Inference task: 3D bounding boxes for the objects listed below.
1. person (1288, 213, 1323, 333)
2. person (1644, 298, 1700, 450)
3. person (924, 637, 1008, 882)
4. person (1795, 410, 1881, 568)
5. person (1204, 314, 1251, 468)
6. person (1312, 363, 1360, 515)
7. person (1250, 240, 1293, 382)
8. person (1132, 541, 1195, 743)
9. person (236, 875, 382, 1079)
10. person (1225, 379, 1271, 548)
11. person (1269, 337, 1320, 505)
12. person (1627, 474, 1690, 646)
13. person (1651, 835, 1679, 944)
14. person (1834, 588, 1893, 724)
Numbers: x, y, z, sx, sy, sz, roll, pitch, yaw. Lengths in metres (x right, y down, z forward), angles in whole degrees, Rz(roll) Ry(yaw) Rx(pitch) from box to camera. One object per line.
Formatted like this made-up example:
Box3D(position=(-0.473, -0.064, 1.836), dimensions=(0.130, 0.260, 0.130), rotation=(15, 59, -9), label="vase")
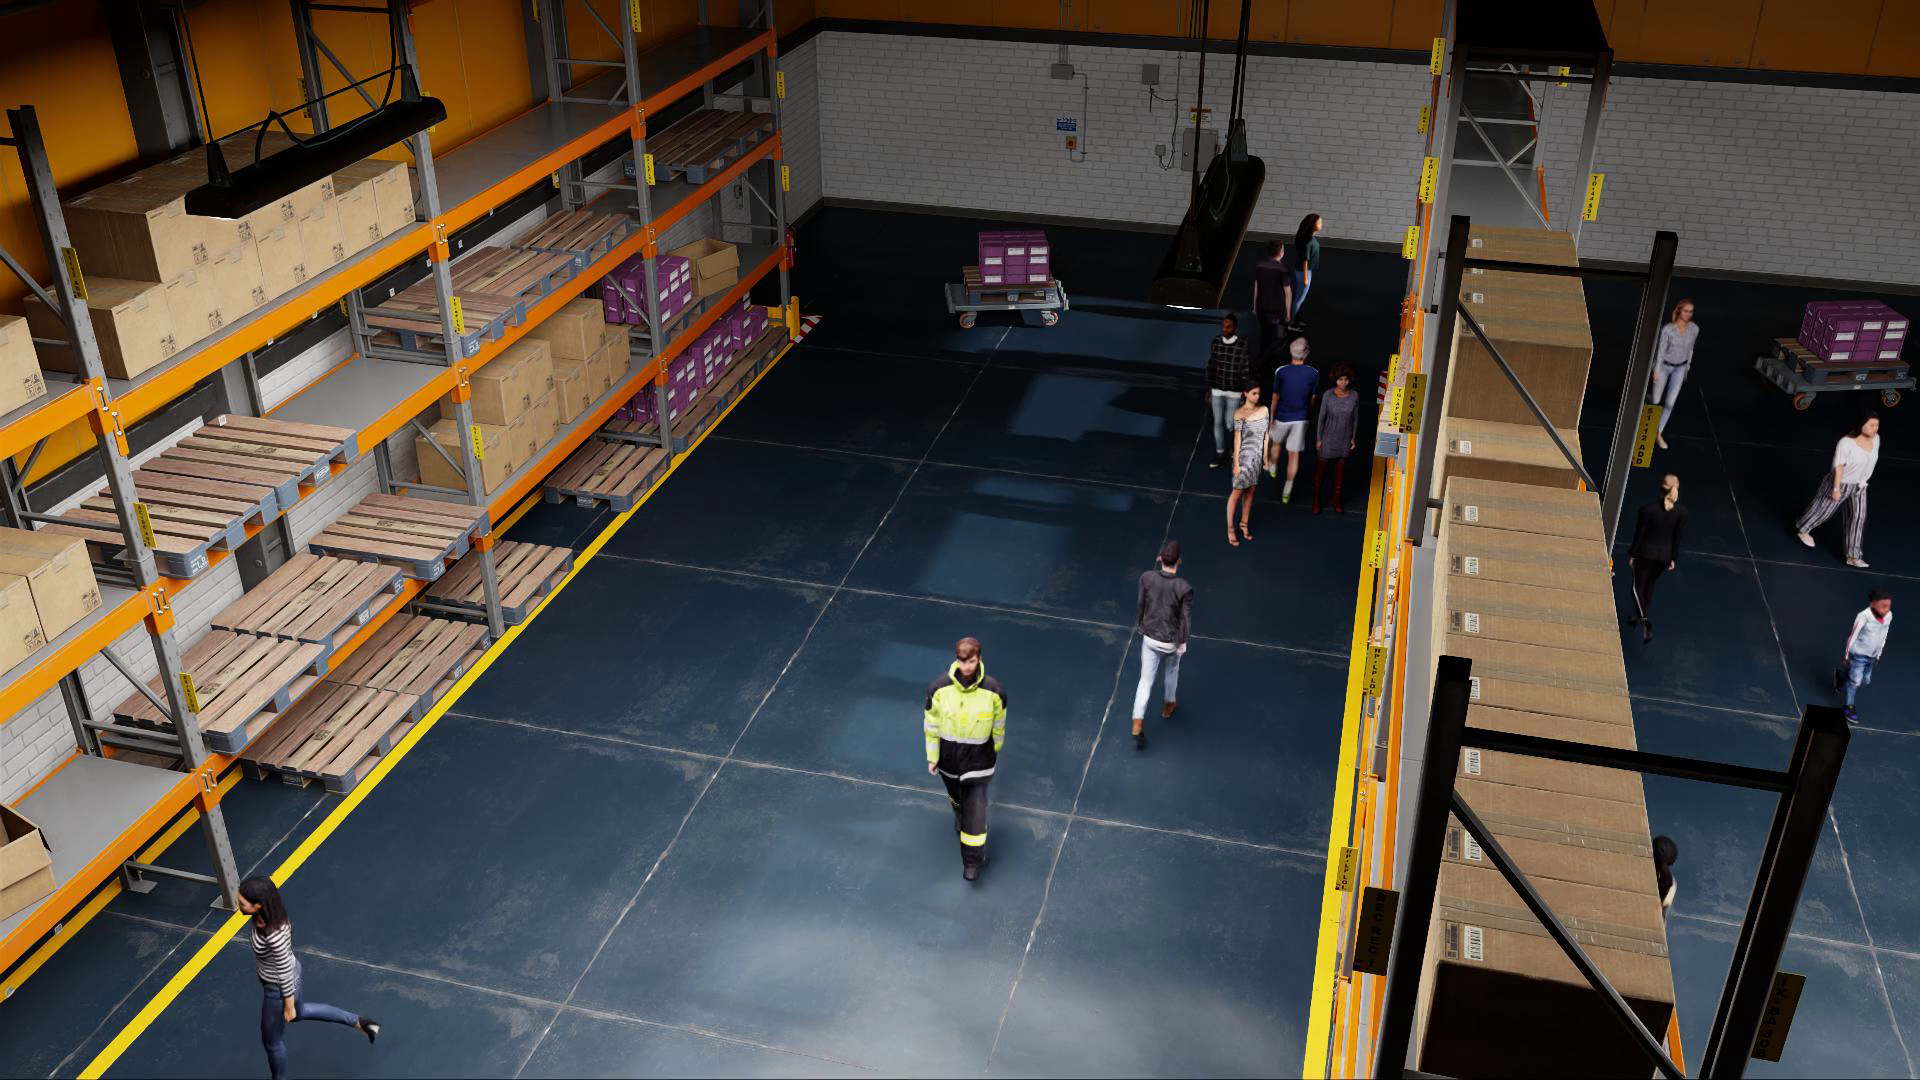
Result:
Box3D(position=(4.665, -3.642, 22.561), dimensions=(0.641, 1.613, 0.513), rotation=(8, 30, 15), label="person")
Box3D(position=(8.235, -1.992, 19.367), dimensions=(0.752, 1.775, 1.025), rotation=(1, 29, 1), label="person")
Box3D(position=(0.038, 1.542, 12.723), dimensions=(0.927, 1.933, 1.300), rotation=(2, 29, 4), label="person")
Box3D(position=(8.957, -0.587, 16.942), dimensions=(1.062, 1.630, 1.254), rotation=(-8, 30, -14), label="person")
Box3D(position=(3.069, -1.722, 18.833), dimensions=(0.829, 1.813, 0.888), rotation=(18, 33, 29), label="person")
Box3D(position=(4.015, -1.088, 17.777), dimensions=(0.635, 1.711, 0.604), rotation=(-1, 29, -1), label="person")
Box3D(position=(3.870, -2.849, 20.875), dimensions=(1.104, 1.836, 1.010), rotation=(-21, 35, -33), label="person")
Box3D(position=(1.678, 0.877, 14.078), dimensions=(0.745, 1.803, 1.156), rotation=(11, 30, 19), label="person")
Box3D(position=(-4.213, 2.821, 10.550), dimensions=(1.111, 1.769, 1.045), rotation=(-16, 32, -27), label="person")
Box3D(position=(2.958, -0.817, 17.164), dimensions=(0.668, 1.823, 0.736), rotation=(-17, 33, -28), label="person")
Box3D(position=(3.597, -1.259, 18.007), dimensions=(0.705, 1.791, 1.099), rotation=(4, 29, 7), label="person")
Box3D(position=(6.440, 0.215, 15.416), dimensions=(0.747, 1.685, 1.013), rotation=(2, 29, 3), label="person")
Box3D(position=(4.423, 2.742, 10.779), dimensions=(0.761, 1.689, 0.821), rotation=(-16, 32, -27), label="person")
Box3D(position=(7.869, 0.942, 14.543), dimensions=(0.654, 1.244, 0.837), rotation=(-3, 29, -6), label="person")
